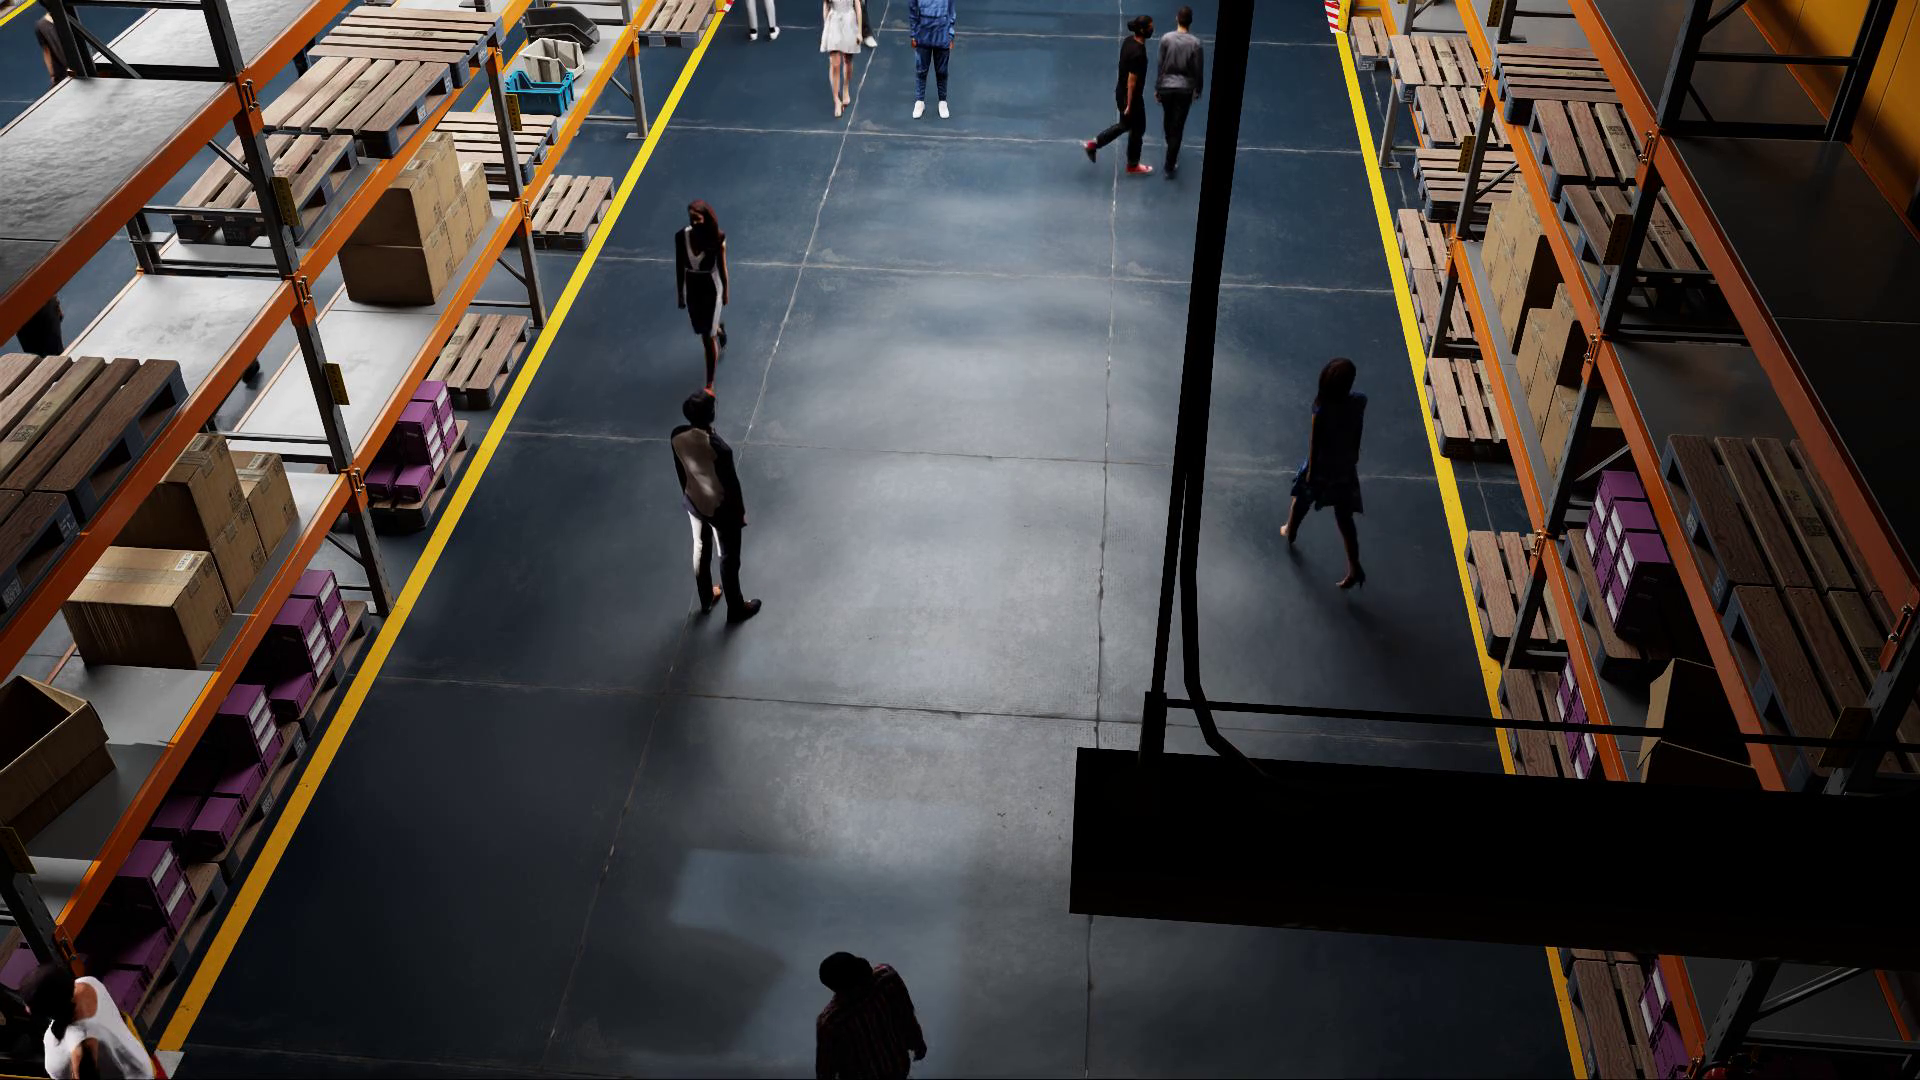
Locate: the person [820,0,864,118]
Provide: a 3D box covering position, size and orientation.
[{"bbox_3d":[-1.296,-5.683,18.539,0.703,1.750,0.946,-2,39,-3],"label":"person"}]

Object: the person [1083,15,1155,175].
[{"bbox_3d":[1.667,-4.553,17.145,0.849,1.724,0.972,-4,39,-4],"label":"person"}]

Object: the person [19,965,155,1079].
[{"bbox_3d":[-4.079,2.662,8.175,1.148,1.644,1.155,-23,44,-26],"label":"person"}]

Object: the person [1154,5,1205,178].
[{"bbox_3d":[2.225,-4.607,17.206,0.839,1.731,1.114,13,40,16],"label":"person"}]

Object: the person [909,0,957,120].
[{"bbox_3d":[-0.307,-5.568,18.352,0.683,1.803,0.578,0,39,0],"label":"person"}]

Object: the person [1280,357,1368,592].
[{"bbox_3d":[2.702,-0.415,11.940,1.018,1.753,1.261,-19,42,-22],"label":"person"}]

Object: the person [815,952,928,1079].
[{"bbox_3d":[-0.385,2.604,8.181,0.767,1.726,0.882,-27,46,-30],"label":"person"}]

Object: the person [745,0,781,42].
[{"bbox_3d":[-2.488,-7.005,20.032,0.722,1.954,0.613,1,39,1],"label":"person"}]

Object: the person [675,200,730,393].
[{"bbox_3d":[-2.148,-2.079,14.007,0.659,1.774,1.084,6,39,7],"label":"person"}]

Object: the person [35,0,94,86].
[{"bbox_3d":[-9.483,-5.009,17.746,0.808,1.686,1.119,-7,39,-9],"label":"person"}]

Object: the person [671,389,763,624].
[{"bbox_3d":[-1.730,-0.238,11.606,0.765,1.893,0.751,21,43,24],"label":"person"}]

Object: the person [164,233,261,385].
[{"bbox_3d":[-6.279,-1.915,13.803,0.663,1.773,1.113,3,39,4],"label":"person"}]
